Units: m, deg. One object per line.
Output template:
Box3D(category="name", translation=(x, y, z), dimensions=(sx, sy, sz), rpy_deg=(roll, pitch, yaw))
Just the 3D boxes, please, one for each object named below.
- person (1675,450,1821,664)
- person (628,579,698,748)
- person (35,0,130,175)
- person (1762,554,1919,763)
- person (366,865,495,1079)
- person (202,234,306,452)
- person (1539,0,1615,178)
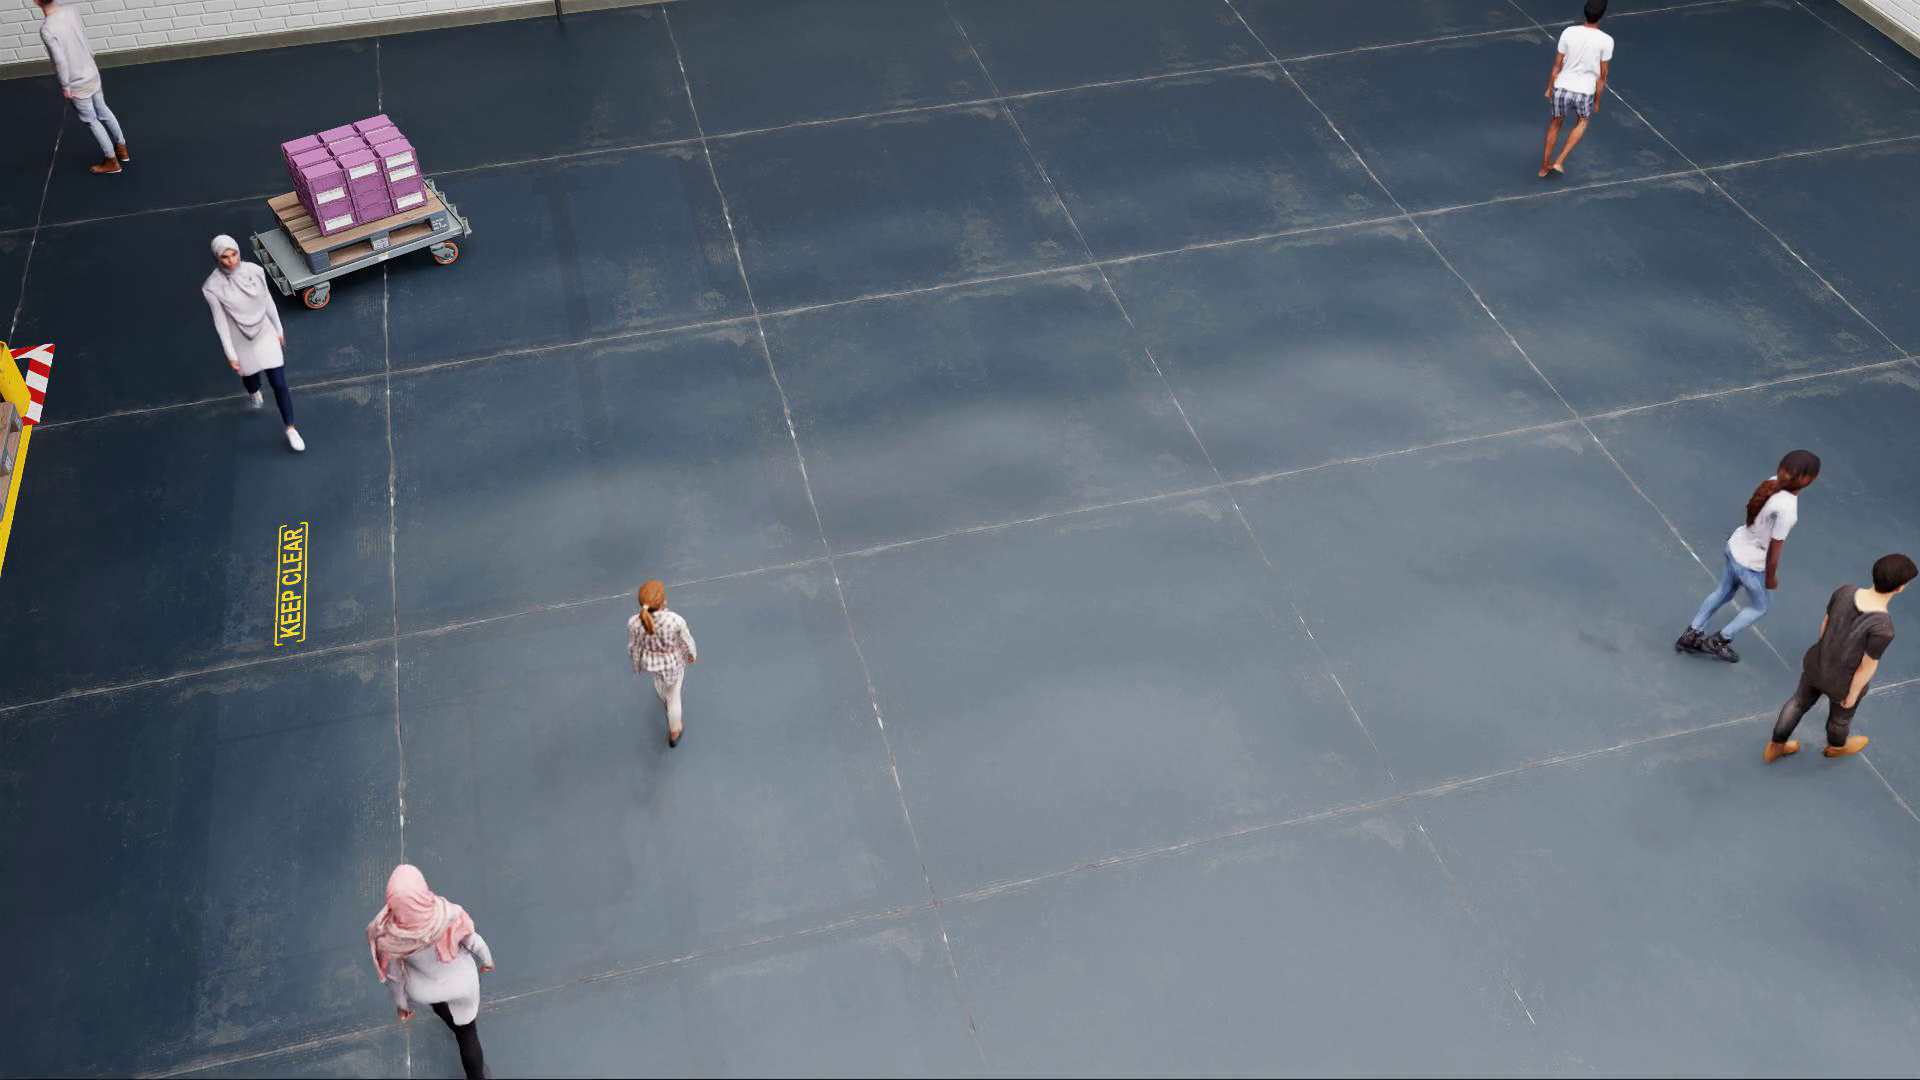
Box3D(category="person", translation=(4.944, 0.125, 10.591), dimensions=(0.783, 1.702, 0.717), rpy_deg=(7, 44, 7))
Box3D(category="person", translation=(-1.832, 0.793, 10.185), dimensions=(0.663, 1.295, 0.783), rpy_deg=(3, 44, 3))
Box3D(category="person", translation=(-7.954, -4.192, 15.023), dimensions=(0.817, 1.840, 0.662), rpy_deg=(6, 44, 6))
Box3D(category="person", translation=(5.189, 0.766, 9.924), dimensions=(0.730, 1.693, 0.814), rpy_deg=(-12, 45, -12))
Box3D(category="person", translation=(-2.572, 2.285, 8.267), dimensions=(0.645, 1.780, 0.915), rpy_deg=(-10, 44, -10))
Box3D(category="person", translation=(-5.244, -1.492, 12.247), dimensions=(0.870, 1.759, 1.091), rpy_deg=(-29, 51, -27))
Box3D(category="person", translation=(5.475, -3.995, 14.903), dimensions=(0.778, 1.720, 0.845), rpy_deg=(24, 49, 23))
